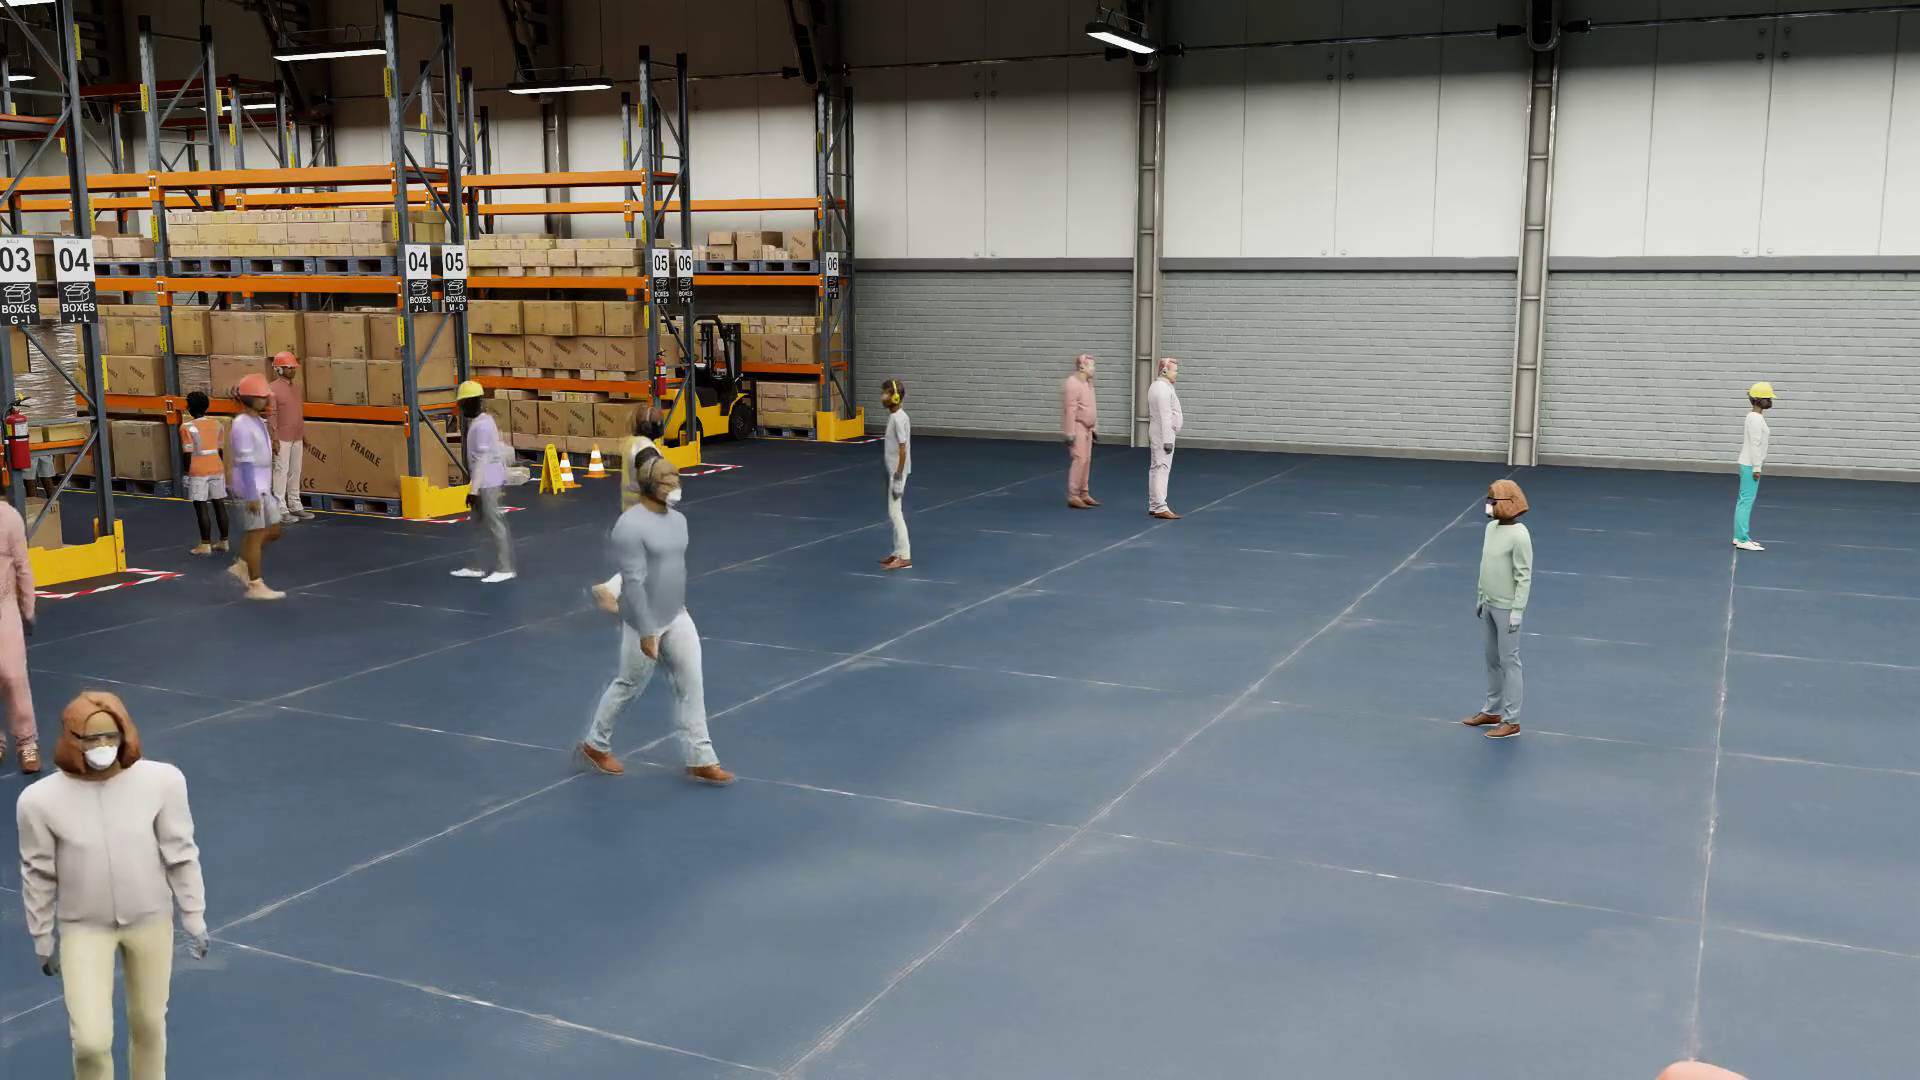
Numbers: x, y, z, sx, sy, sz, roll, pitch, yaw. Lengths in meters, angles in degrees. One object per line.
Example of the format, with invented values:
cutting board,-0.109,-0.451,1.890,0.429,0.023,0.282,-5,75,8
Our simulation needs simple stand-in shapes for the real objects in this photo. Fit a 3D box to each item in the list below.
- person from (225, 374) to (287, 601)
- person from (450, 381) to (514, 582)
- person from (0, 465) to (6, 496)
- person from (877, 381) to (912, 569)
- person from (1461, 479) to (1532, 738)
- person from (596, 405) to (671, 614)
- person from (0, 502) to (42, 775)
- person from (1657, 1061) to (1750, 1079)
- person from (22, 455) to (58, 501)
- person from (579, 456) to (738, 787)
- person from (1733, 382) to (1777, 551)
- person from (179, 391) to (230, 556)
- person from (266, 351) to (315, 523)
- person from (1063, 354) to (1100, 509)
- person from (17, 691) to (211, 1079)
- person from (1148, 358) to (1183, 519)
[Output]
person,-6.245,-0.453,14.724,0.489,2.031,0.610,-1,9,-7
person,-4.582,-0.540,15.714,0.738,1.892,0.577,-3,10,-17
person,-11.638,-1.243,19.713,1.057,1.997,0.597,6,11,34
person,-0.634,-0.638,16.403,0.298,1.855,0.607,-1,9,-7
person,3.418,0.429,10.524,0.271,1.632,0.508,-2,9,-9
person,-2.708,-0.224,13.996,0.672,1.824,0.639,-4,10,-21
person,-5.735,0.458,9.657,0.641,1.872,0.750,-5,10,-27
person,0.965,1.629,2.238,0.364,1.939,0.544,6,11,32
person,-10.275,-1.012,18.420,0.349,1.942,0.545,4,10,22
person,-1.774,0.458,9.544,0.991,1.904,0.629,5,11,29
person,8.369,-0.778,17.517,0.317,1.769,0.523,3,10,20
person,-7.803,-0.684,17.159,0.320,1.695,0.537,4,10,23
person,-7.847,-1.205,19.438,0.376,1.995,0.609,2,10,13
person,1.520,-1.349,20.627,0.424,1.897,0.686,4,10,24
person,-2.725,1.276,5.391,0.509,1.618,0.449,-6,11,-34
person,2.438,-1.205,19.736,0.406,1.902,0.636,-1,9,-4
